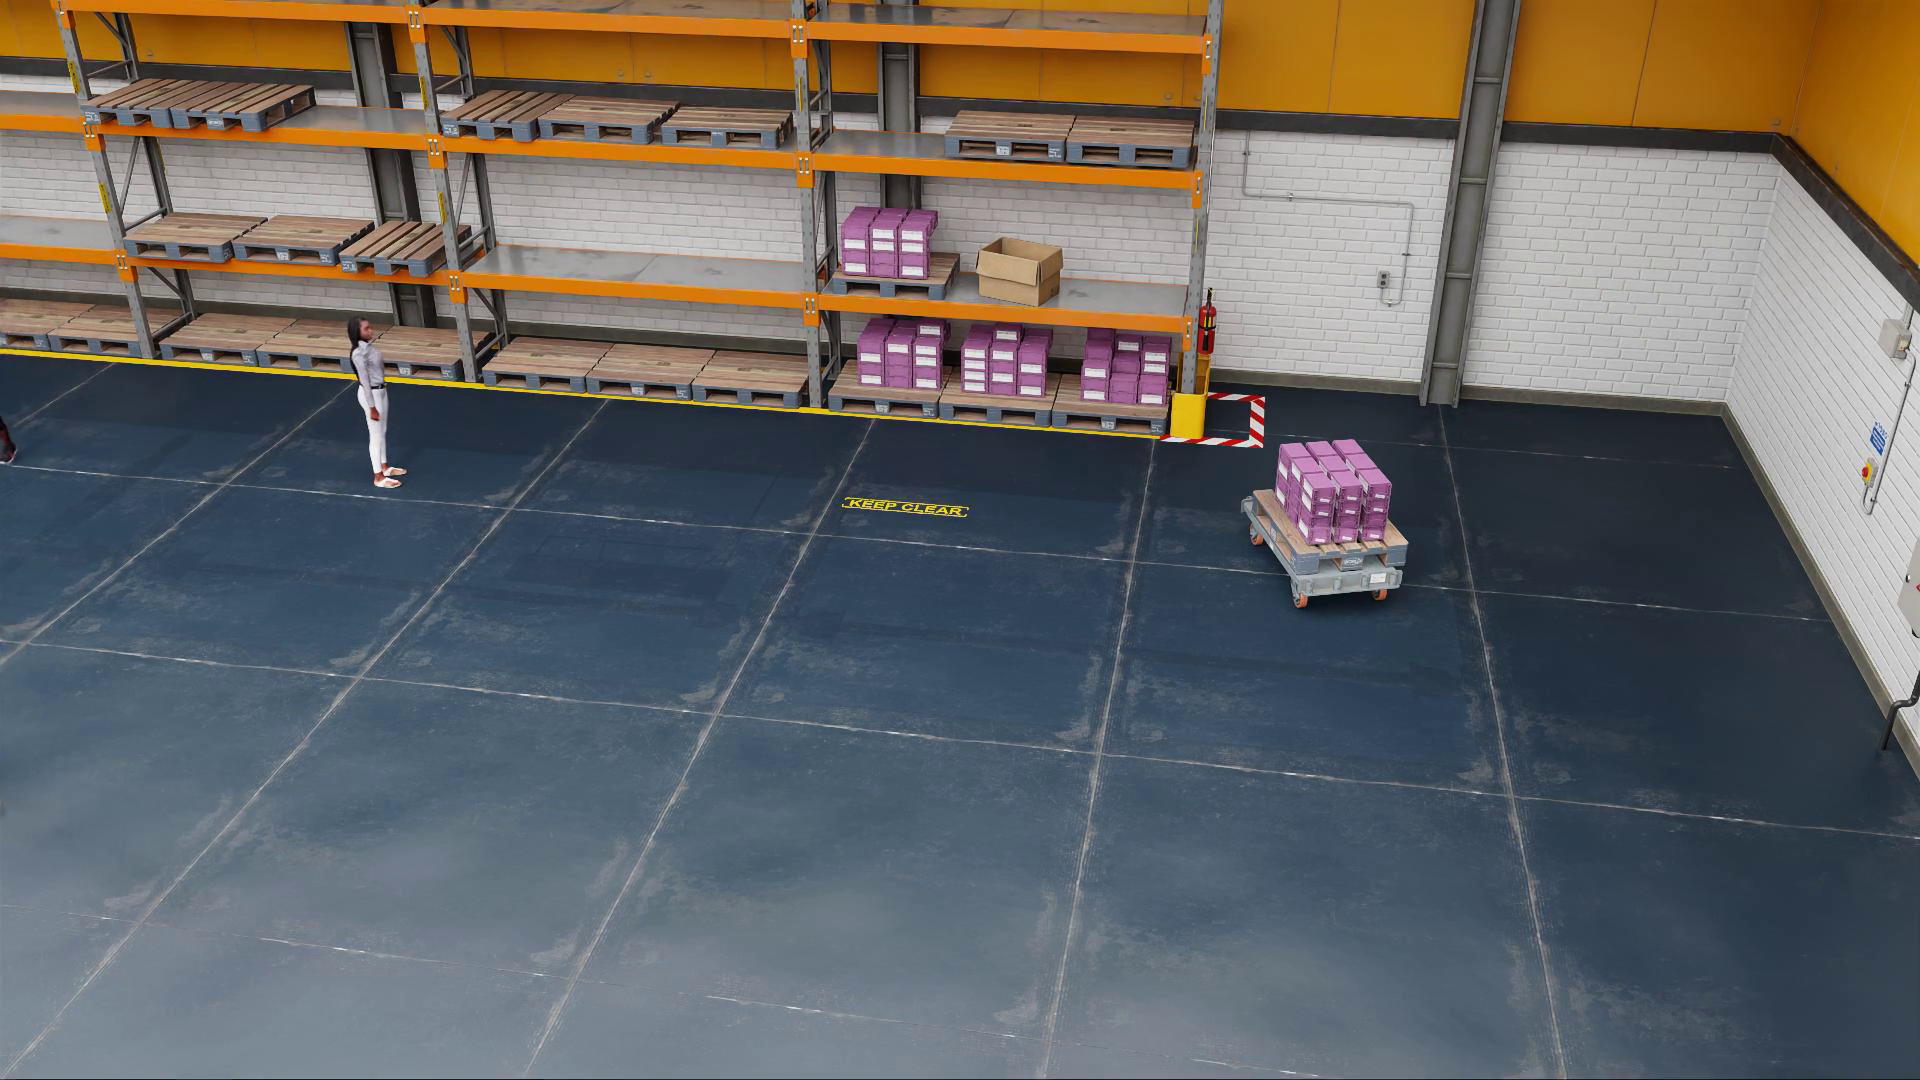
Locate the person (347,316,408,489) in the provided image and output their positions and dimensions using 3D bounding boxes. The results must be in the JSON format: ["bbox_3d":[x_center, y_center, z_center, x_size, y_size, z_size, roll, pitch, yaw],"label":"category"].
[{"bbox_3d":[-5.702,-1.363,16.173,0.606,1.725,0.651,-2,29,-4],"label":"person"}]
